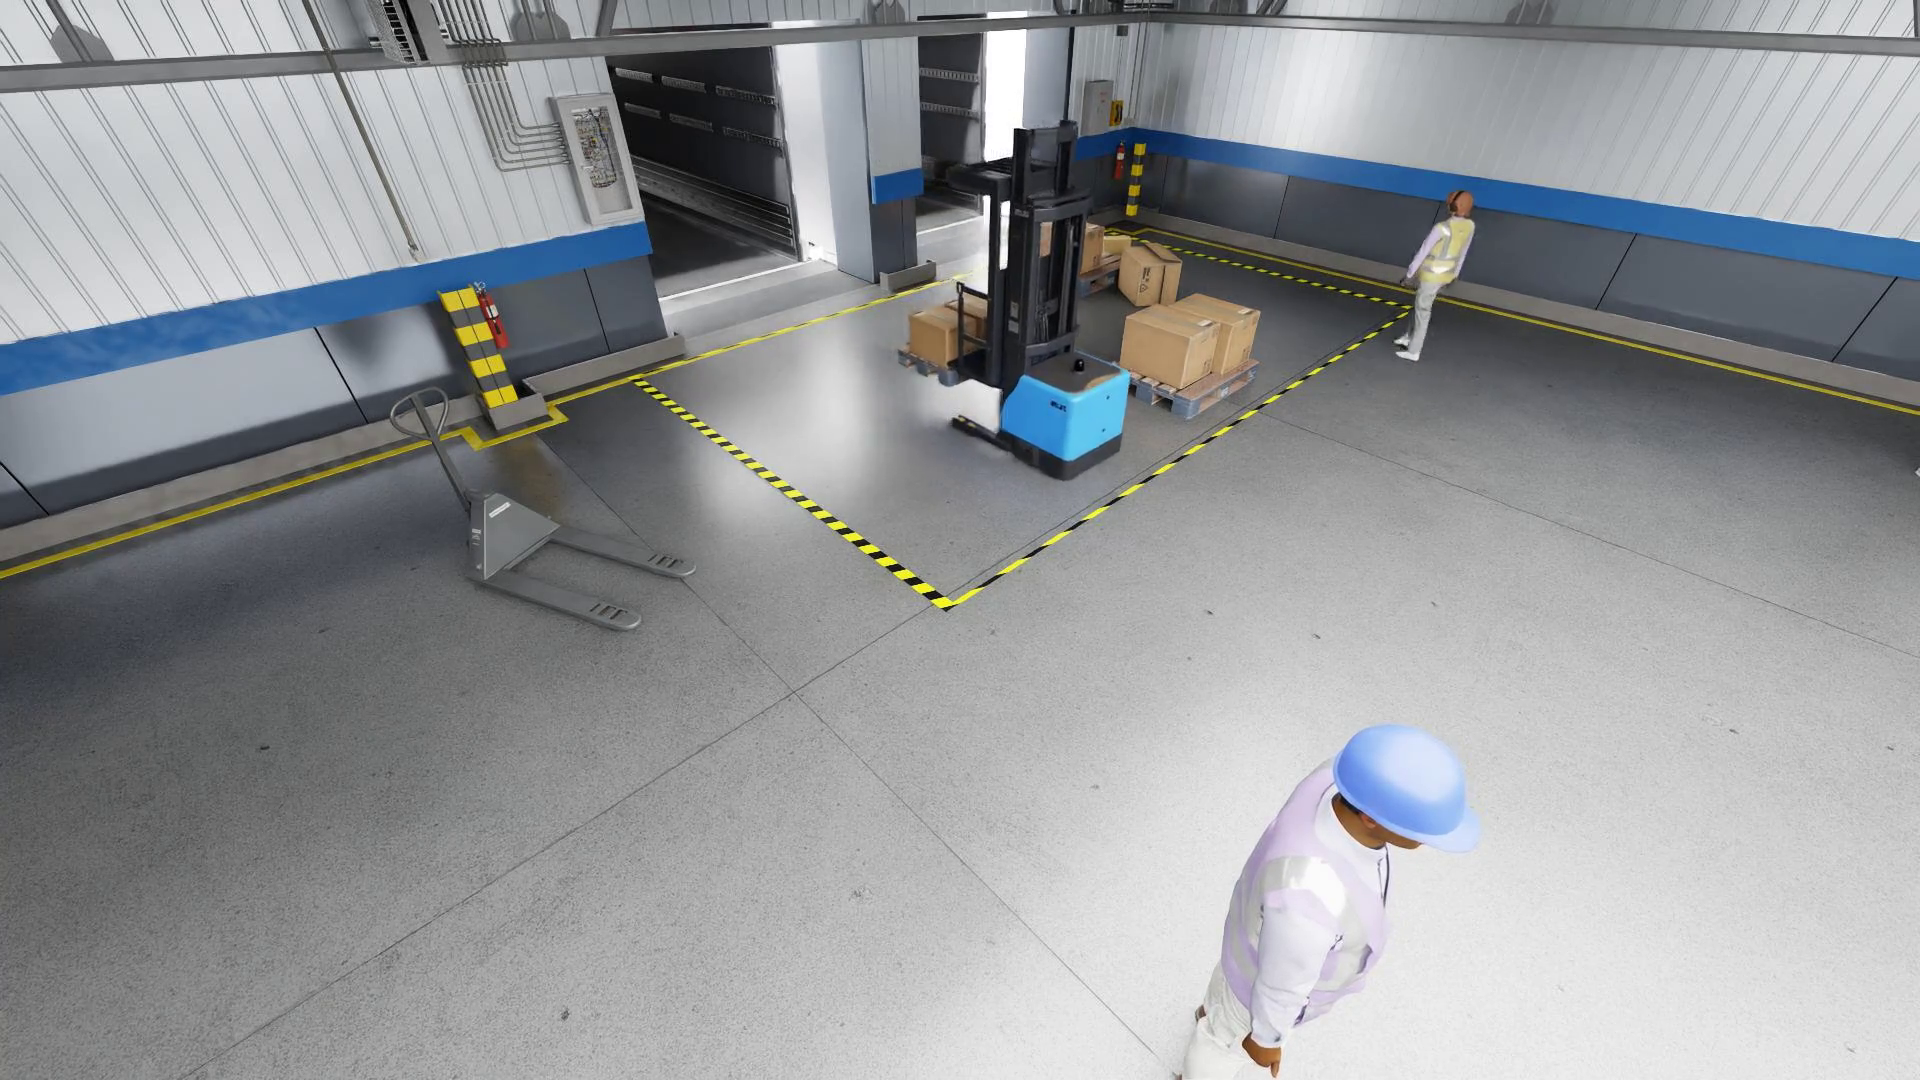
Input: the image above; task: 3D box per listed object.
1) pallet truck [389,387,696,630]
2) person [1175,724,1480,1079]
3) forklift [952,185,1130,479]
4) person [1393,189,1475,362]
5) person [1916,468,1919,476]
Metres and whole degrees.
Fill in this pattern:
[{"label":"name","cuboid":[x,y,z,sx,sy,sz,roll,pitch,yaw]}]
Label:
[{"label":"pallet truck","cuboid":[-2.613,-0.247,4.593,1.601,1.201,0.680,14,40,17]},{"label":"person","cuboid":[0.955,1.198,2.144,0.381,1.948,0.603,22,43,26]},{"label":"forklift","cuboid":[0.802,-1.568,5.645,0.716,2.013,0.776,-30,47,-33]},{"label":"person","cuboid":[4.718,-2.629,7.361,0.531,1.624,0.473,-16,40,-19]},{"label":"person","cuboid":[7.929,-1.152,5.350,0.483,1.744,0.296,3,38,3]}]
